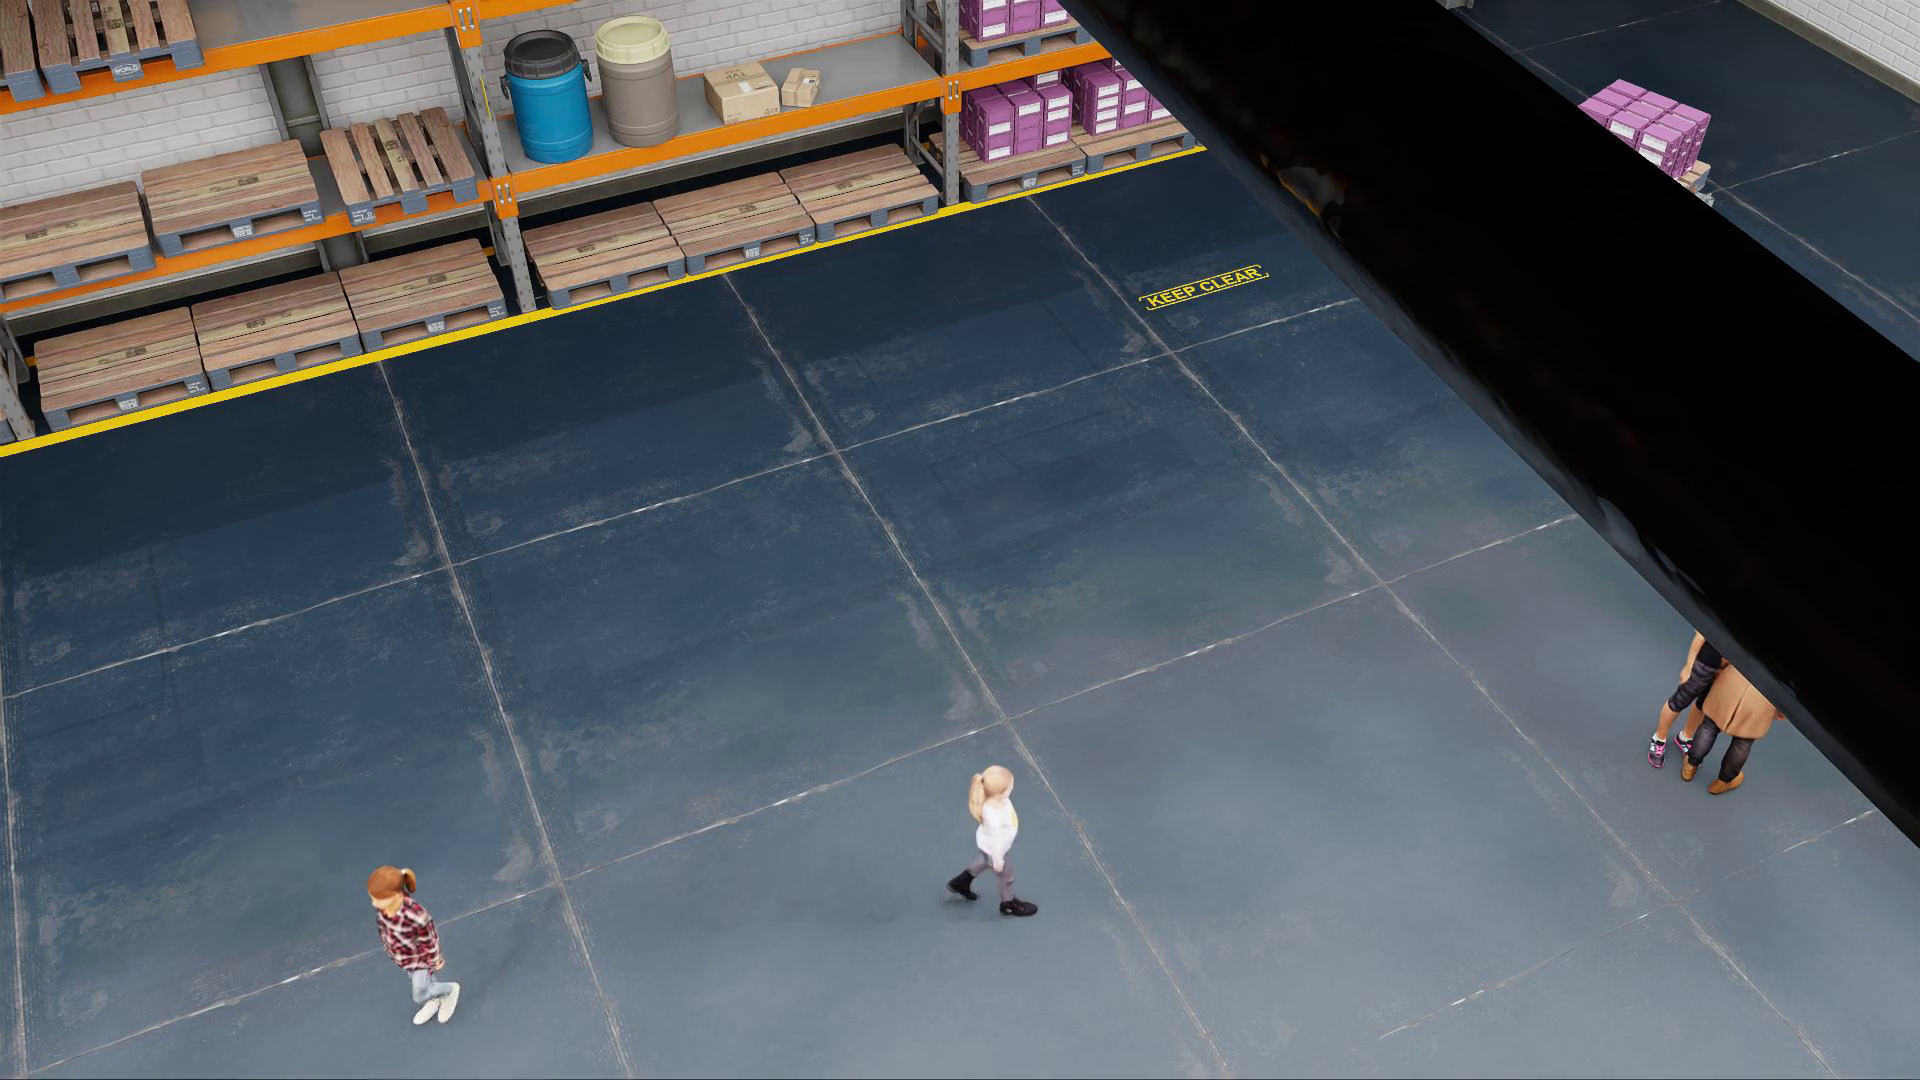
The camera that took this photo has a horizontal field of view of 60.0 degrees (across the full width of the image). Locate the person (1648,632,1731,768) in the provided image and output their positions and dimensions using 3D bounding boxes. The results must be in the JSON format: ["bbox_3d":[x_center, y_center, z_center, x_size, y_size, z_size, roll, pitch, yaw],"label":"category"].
[{"bbox_3d":[4.631,0.737,10.177,0.612,1.730,0.711,2,44,2],"label":"person"}]

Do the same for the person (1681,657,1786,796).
[{"bbox_3d":[4.756,0.884,10.026,0.745,1.726,0.748,33,52,30],"label":"person"}]

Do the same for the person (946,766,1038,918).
[{"bbox_3d":[0.154,1.716,9.483,0.837,1.270,0.677,-1,44,-1],"label":"person"}]

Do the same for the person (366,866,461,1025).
[{"bbox_3d":[-2.913,2.159,8.997,0.626,1.297,0.658,25,49,24],"label":"person"}]
